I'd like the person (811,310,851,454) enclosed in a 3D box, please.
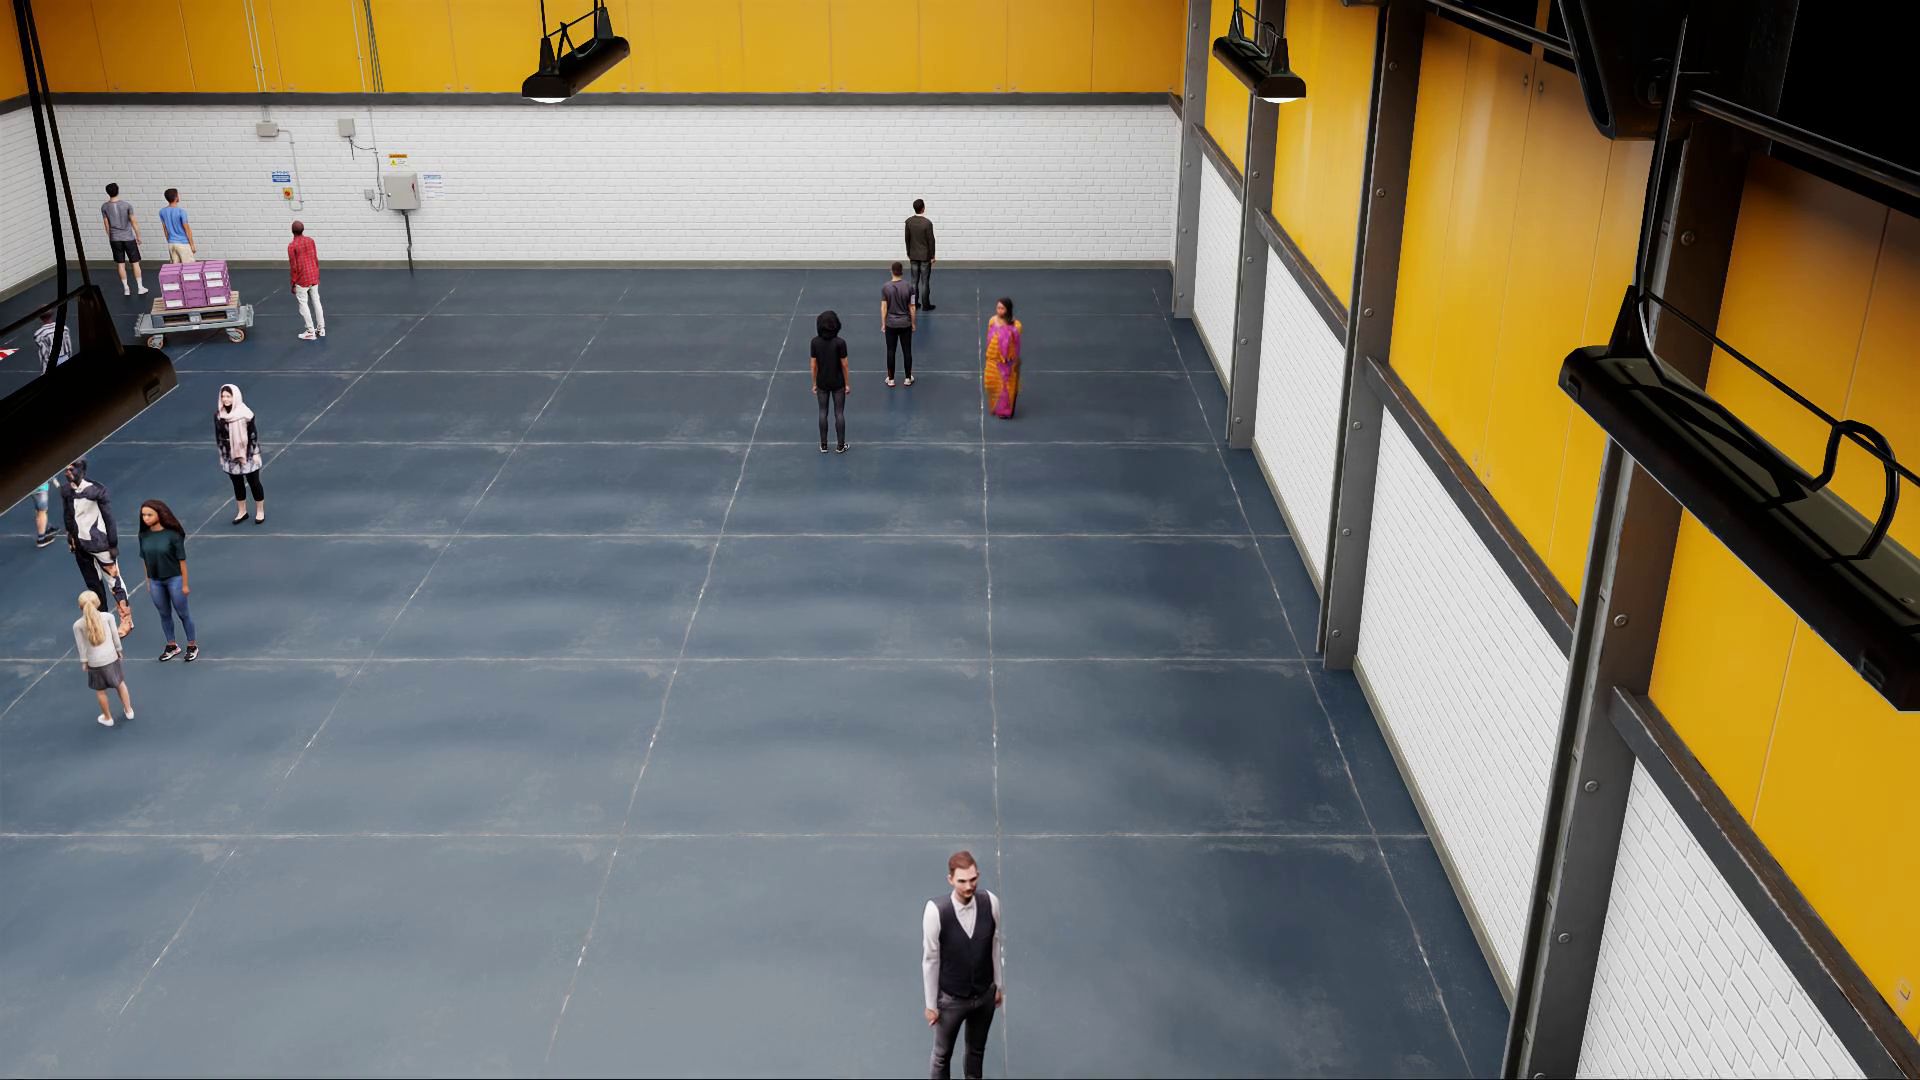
[{"bbox_3d":[-1.629,-1.989,20.864,0.657,1.836,0.570,3,24,7],"label":"person"}]

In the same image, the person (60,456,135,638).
[{"bbox_3d":[-8.412,0.036,16.164,0.740,1.890,0.667,5,24,12],"label":"person"}]

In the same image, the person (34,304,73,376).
[{"bbox_3d":[-11.518,-2.152,21.288,0.754,1.796,0.614,11,26,23],"label":"person"}]

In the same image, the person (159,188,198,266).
[{"bbox_3d":[-12.851,-4.856,27.390,0.685,1.863,0.611,4,24,10],"label":"person"}]

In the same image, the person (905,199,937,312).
[{"bbox_3d":[-0.642,-4.625,26.933,0.747,1.805,0.713,11,26,24],"label":"person"}]

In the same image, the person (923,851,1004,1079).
[{"bbox_3d":[0.020,2.699,10.012,0.741,1.938,0.703,-10,25,-21],"label":"person"}]

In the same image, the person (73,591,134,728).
[{"bbox_3d":[-7.568,1.028,14.663,0.600,1.275,0.657,-20,31,-39],"label":"person"}]

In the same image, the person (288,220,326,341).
[{"bbox_3d":[-10.029,-4.004,25.493,0.818,1.820,0.705,14,27,29],"label":"person"}]

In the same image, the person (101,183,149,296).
[{"bbox_3d":[-13.986,-5.029,27.773,0.713,1.871,0.643,-6,24,-13],"label":"person"}]

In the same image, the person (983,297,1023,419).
[{"bbox_3d":[0.610,-2.446,22.127,0.814,1.663,0.876,12,27,26],"label":"person"}]

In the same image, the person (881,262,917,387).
[{"bbox_3d":[-0.867,-3.030,23.334,0.644,1.765,0.558,-2,24,-4],"label":"person"}]

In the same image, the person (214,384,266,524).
[{"bbox_3d":[-8.145,-0.988,18.821,0.615,1.638,0.603,-1,24,-1],"label":"person"}]

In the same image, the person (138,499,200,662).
[{"bbox_3d":[-7.501,0.370,15.740,0.602,1.617,0.595,1,24,3],"label":"person"}]
